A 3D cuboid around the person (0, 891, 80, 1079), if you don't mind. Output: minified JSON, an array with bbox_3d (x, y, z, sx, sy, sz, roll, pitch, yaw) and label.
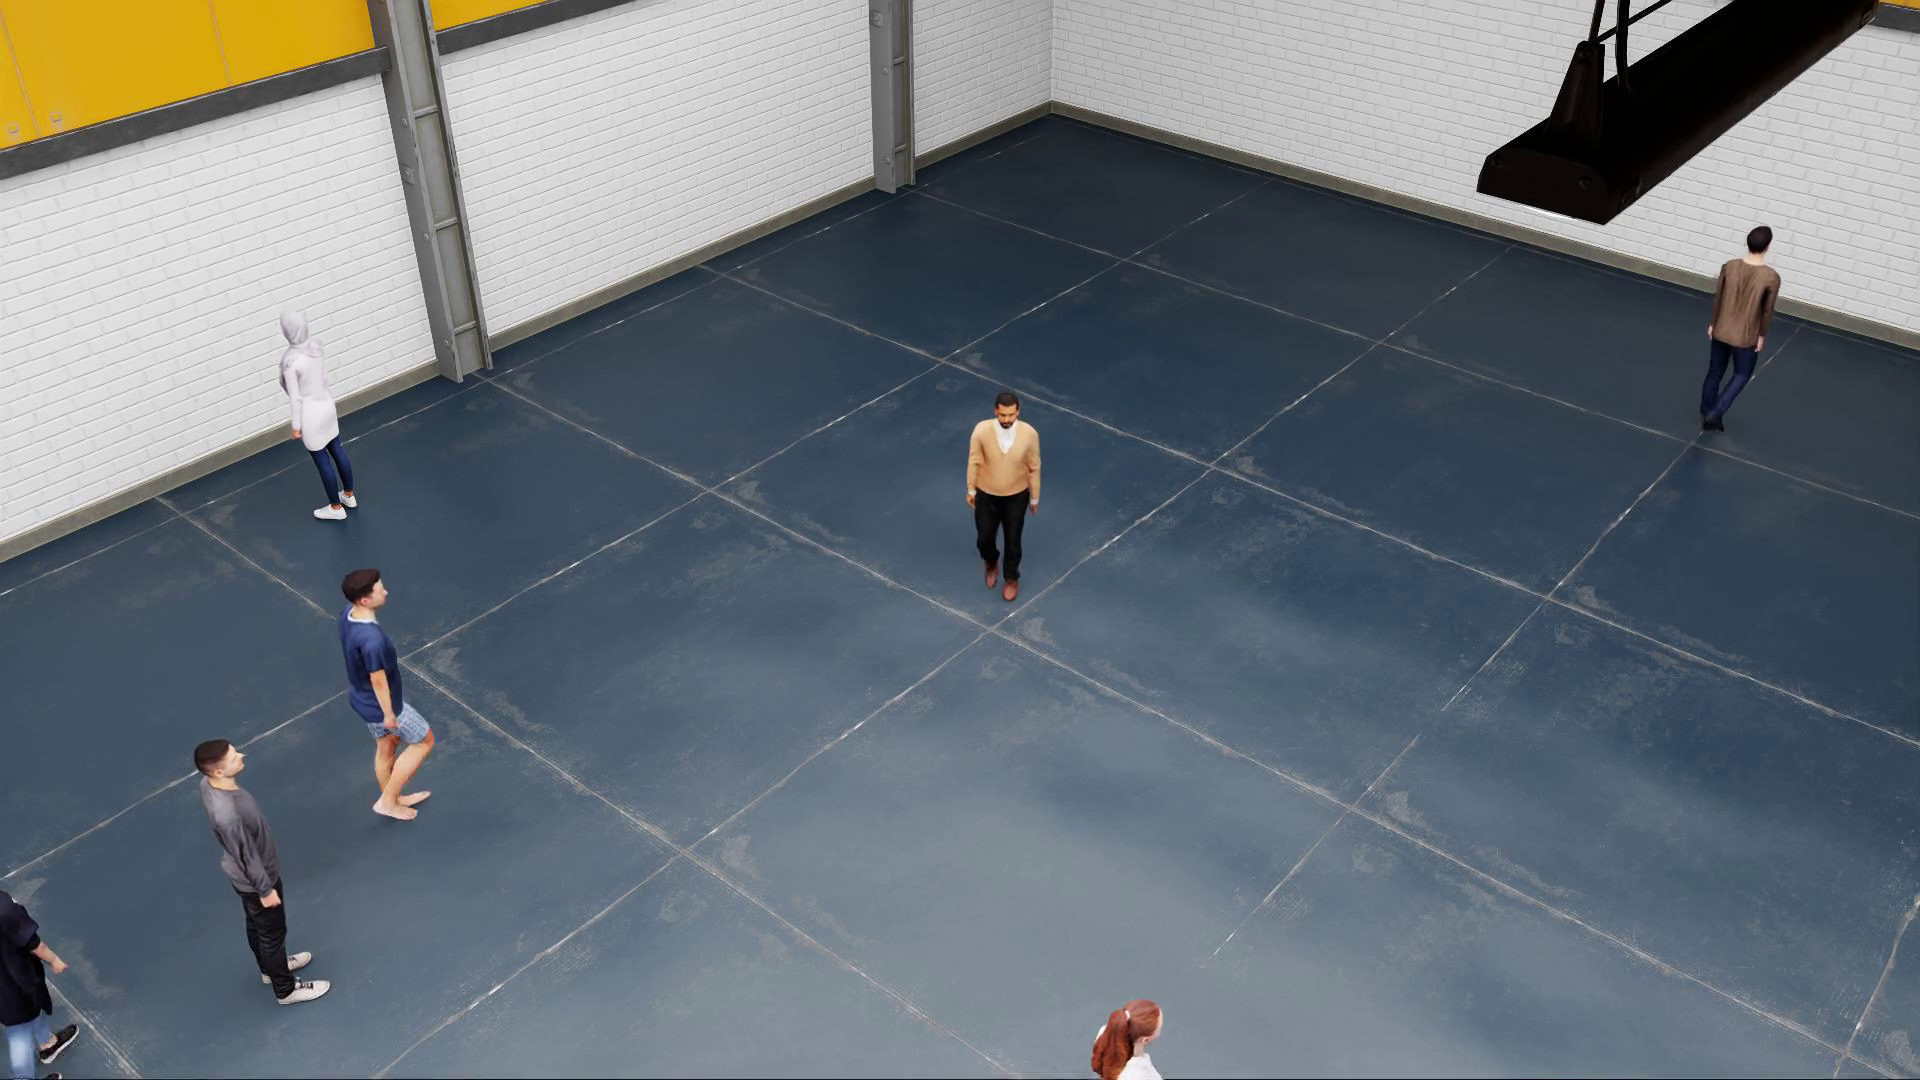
[{"bbox_3d":[-4.848,2.229,8.302,0.782,1.660,0.858,12,35,17],"label":"person"}]

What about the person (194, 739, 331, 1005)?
[{"bbox_3d":[-3.795,1.770,8.902,0.624,1.760,0.670,-21,39,-29],"label":"person"}]

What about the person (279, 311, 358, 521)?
[{"bbox_3d":[-5.039,-0.977,13.021,0.738,1.775,0.595,10,35,15],"label":"person"}]

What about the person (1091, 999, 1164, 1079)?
[{"bbox_3d":[0.634,2.718,7.525,1.183,1.706,0.835,-18,37,-24],"label":"person"}]

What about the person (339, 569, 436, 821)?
[{"bbox_3d":[-3.569,0.990,10.014,0.700,1.829,0.658,-28,43,-35],"label":"person"}]

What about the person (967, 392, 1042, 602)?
[{"bbox_3d":[0.314,-0.376,12.154,0.838,1.734,0.873,1,34,2],"label":"person"}]

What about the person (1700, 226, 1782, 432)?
[{"bbox_3d":[6.536,-1.729,14.060,0.670,1.879,0.743,29,43,36],"label":"person"}]
